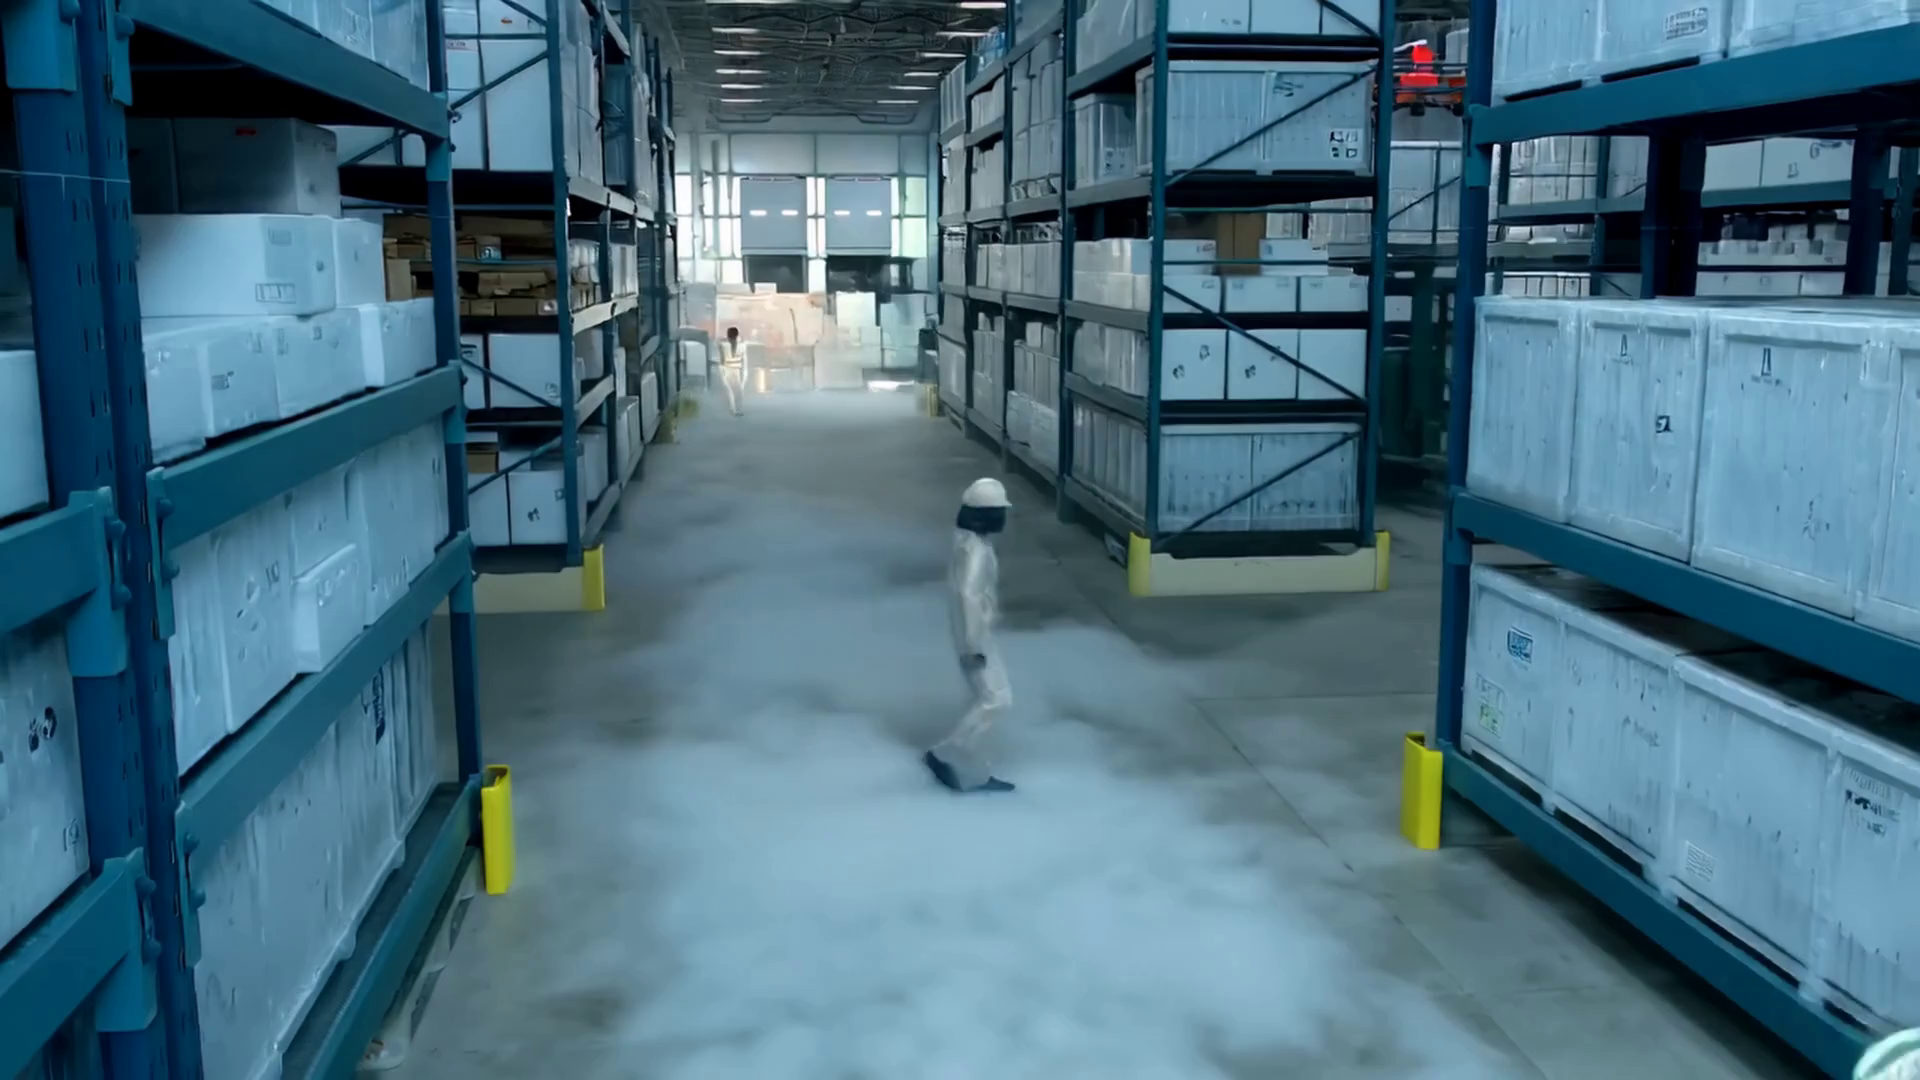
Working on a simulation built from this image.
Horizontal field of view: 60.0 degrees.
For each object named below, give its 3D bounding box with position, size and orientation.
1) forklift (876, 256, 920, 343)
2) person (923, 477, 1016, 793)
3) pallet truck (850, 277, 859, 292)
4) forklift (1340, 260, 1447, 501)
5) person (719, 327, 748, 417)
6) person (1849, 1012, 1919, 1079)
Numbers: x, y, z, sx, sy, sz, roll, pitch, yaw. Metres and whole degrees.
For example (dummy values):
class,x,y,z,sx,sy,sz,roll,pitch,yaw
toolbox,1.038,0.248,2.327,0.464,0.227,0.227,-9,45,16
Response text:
class,x,y,z,sx,sy,sz,roll,pitch,yaw
forklift,-2.206,-7.869,54.379,1.129,2.768,1.873,-5,11,-26
person,0.083,0.526,8.828,0.424,1.727,0.510,0,10,-2
pallet truck,-3.782,-9.391,65.808,1.885,1.965,0.823,2,10,10
forklift,5.163,-1.972,20.049,1.129,2.768,1.873,-1,10,-7
person,-4.032,-2.996,29.713,0.536,1.593,0.835,-2,10,-14
person,1.326,1.580,2.371,0.671,1.856,1.009,0,10,0
